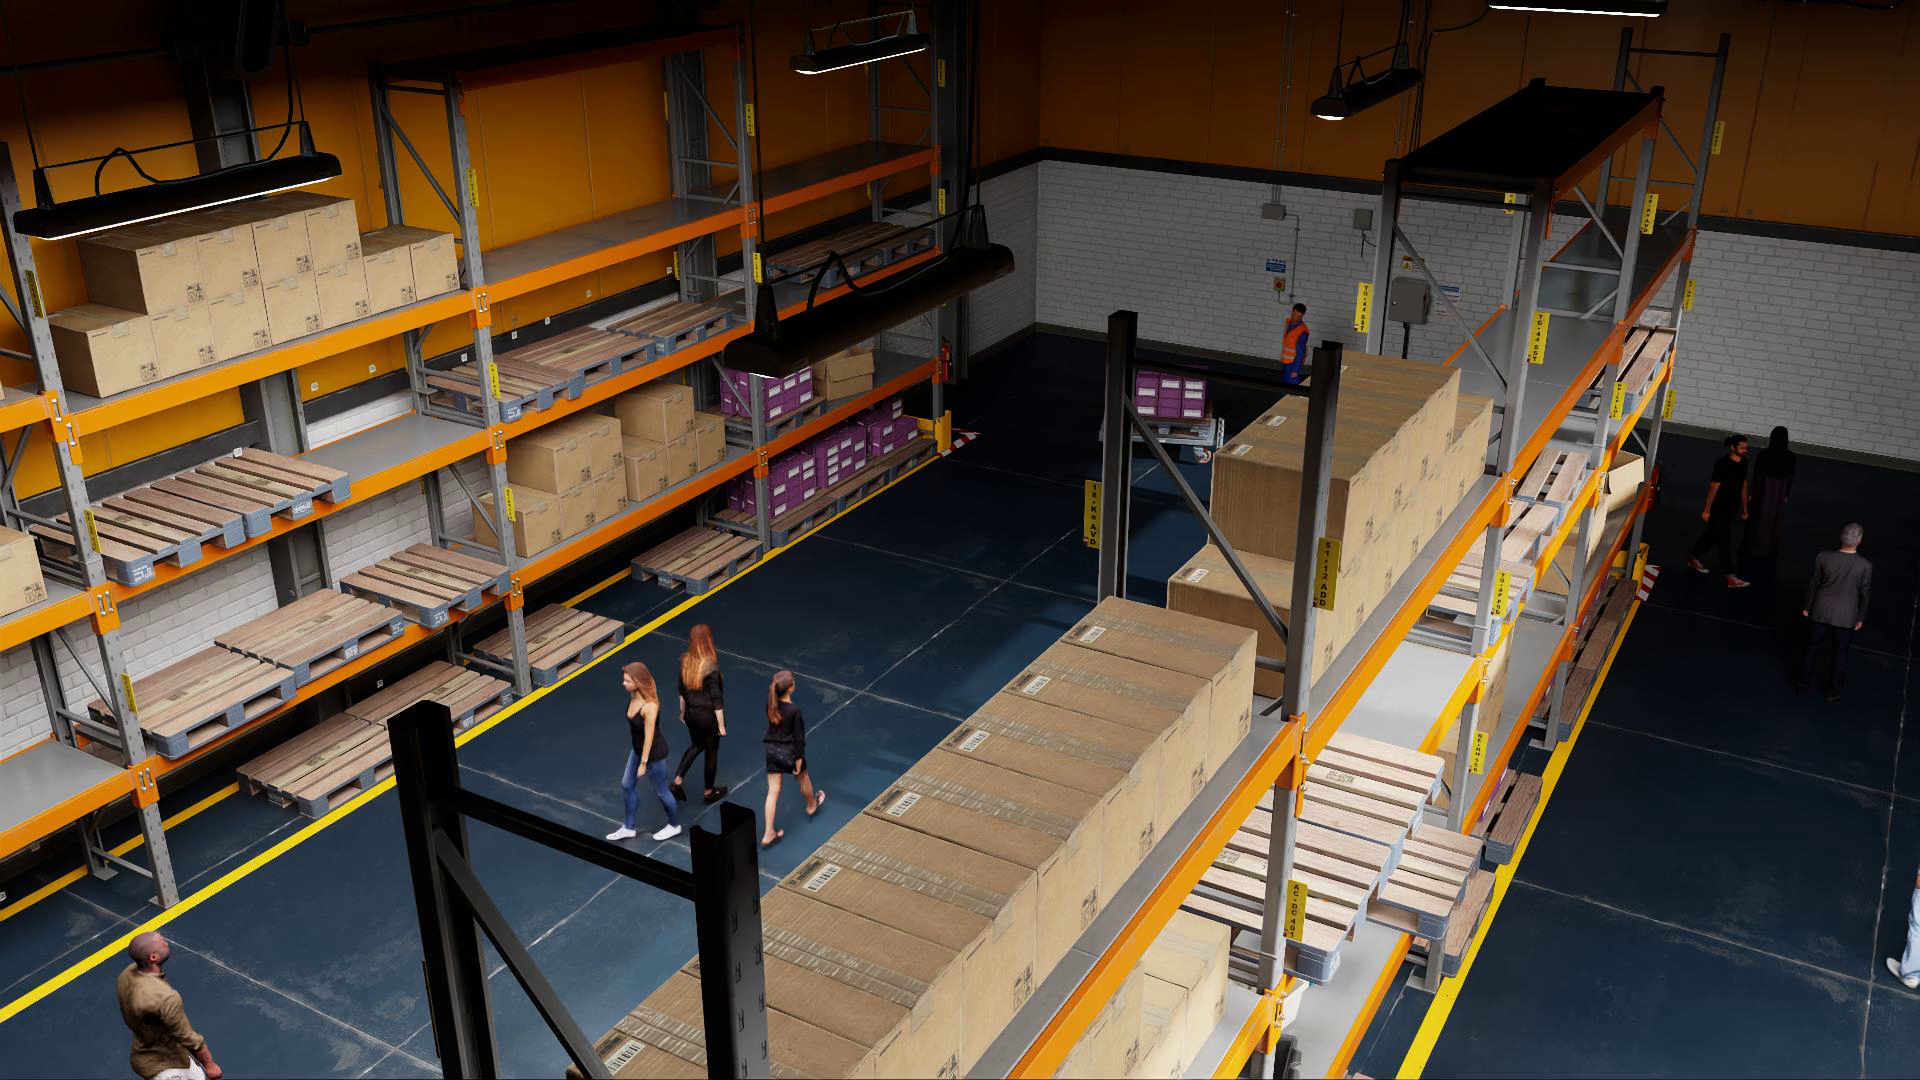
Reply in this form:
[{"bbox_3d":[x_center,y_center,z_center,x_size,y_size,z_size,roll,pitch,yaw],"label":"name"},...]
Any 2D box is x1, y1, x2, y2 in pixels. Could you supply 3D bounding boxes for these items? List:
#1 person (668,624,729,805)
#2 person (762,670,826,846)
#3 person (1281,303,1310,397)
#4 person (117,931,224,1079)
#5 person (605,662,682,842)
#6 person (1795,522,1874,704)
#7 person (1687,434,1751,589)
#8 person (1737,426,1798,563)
[{"bbox_3d":[-2.277,1.545,14.243,0.662,1.699,0.848,17,29,34],"label":"person"},{"bbox_3d":[-1.504,1.820,13.840,0.603,1.517,1.060,10,26,22],"label":"person"},{"bbox_3d":[4.655,-2.480,23.280,0.944,1.835,0.883,-1,24,-2],"label":"person"},{"bbox_3d":[-4.963,3.244,10.224,0.939,1.804,0.856,-21,31,-40],"label":"person"},{"bbox_3d":[-2.501,1.747,13.786,0.939,1.695,0.797,-15,28,-31],"label":"person"},{"bbox_3d":[8.428,0.690,16.026,0.720,1.836,0.603,15,28,30],"label":"person"},{"bbox_3d":[8.458,-0.363,18.591,1.146,1.712,1.015,-15,28,-30],"label":"person"},{"bbox_3d":[9.303,-0.541,19.122,0.671,1.614,0.678,5,24,12],"label":"person"}]
